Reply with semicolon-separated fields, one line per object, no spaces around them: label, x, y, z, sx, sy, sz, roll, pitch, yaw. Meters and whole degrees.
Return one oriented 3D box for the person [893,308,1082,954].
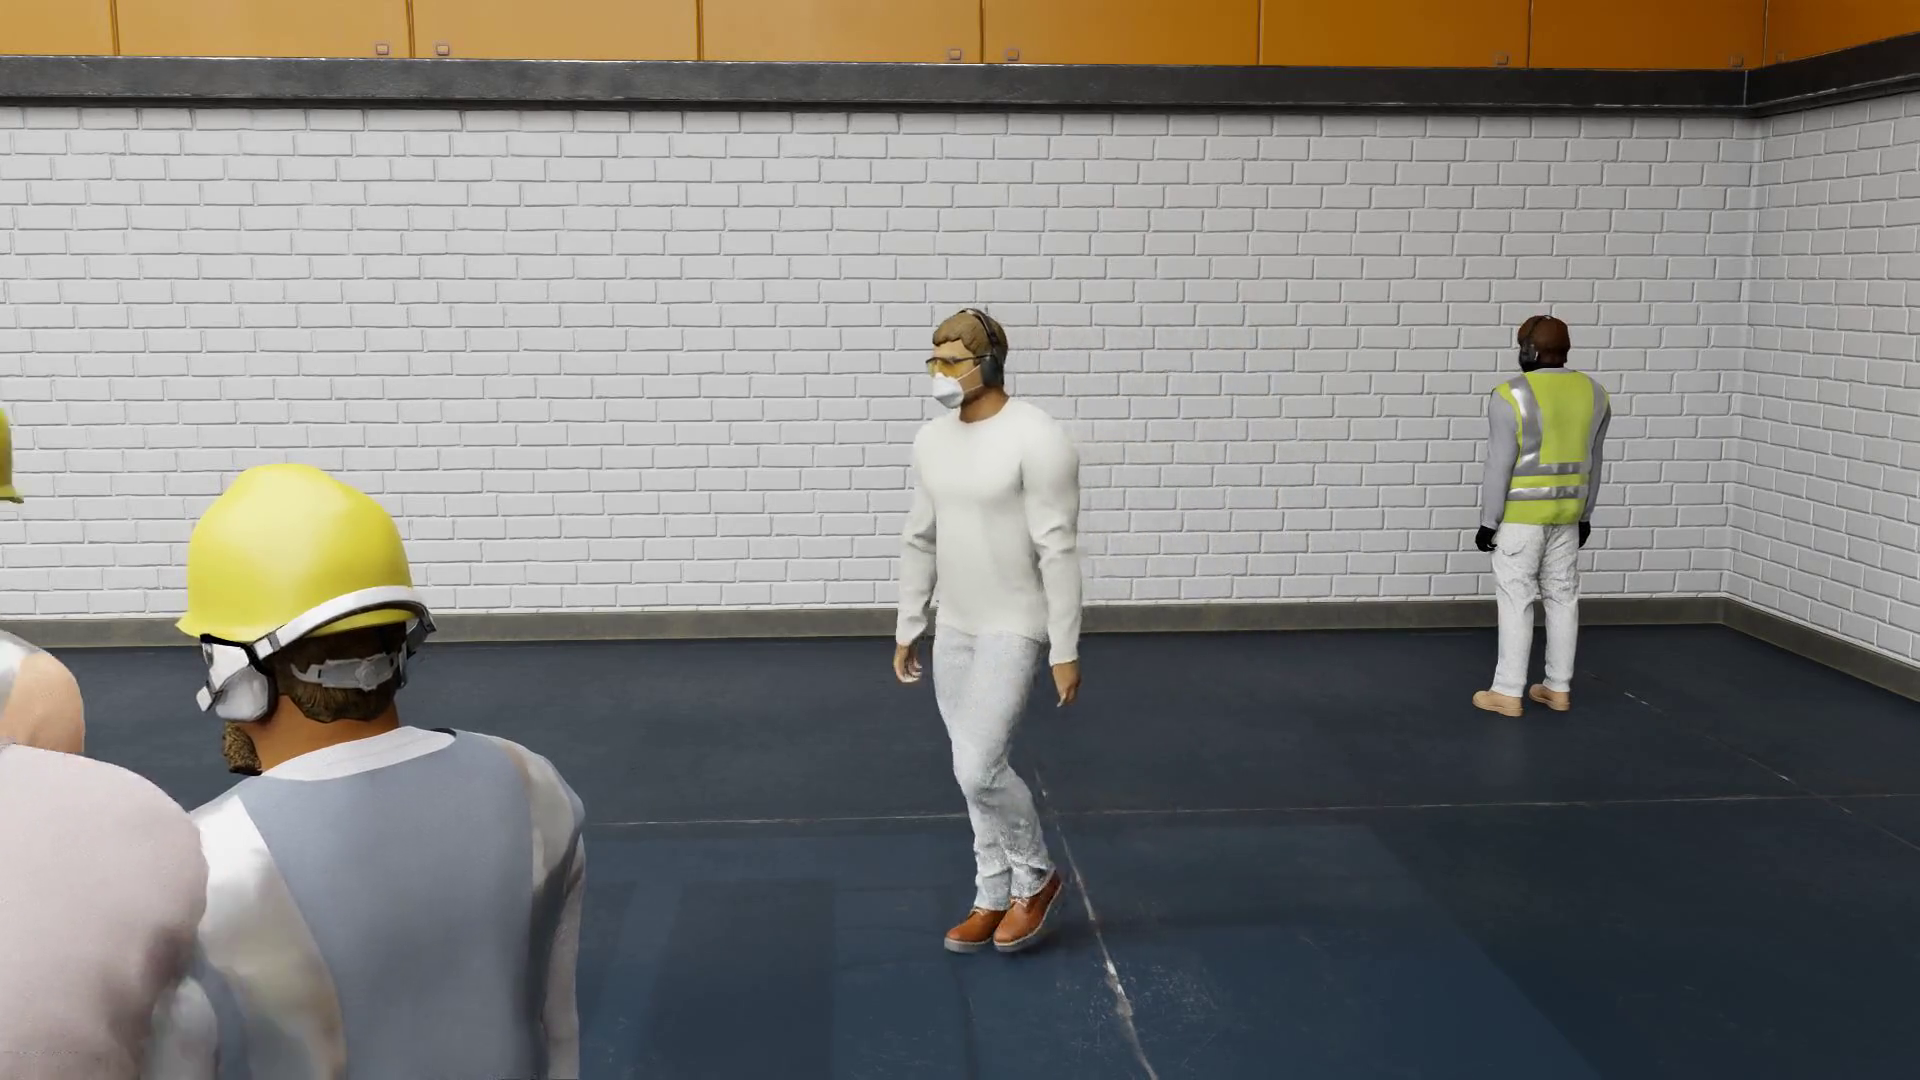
person;0.061;0.289;4.895;0.441;1.923;0.659;-7;12;-39

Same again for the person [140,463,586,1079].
person;-0.672;0.827;1.853;0.403;1.826;0.590;6;11;31

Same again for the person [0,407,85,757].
person;-1.489;0.714;2.301;0.627;1.898;0.500;0;9;0

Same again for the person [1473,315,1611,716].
person;2.649;-0.108;7.666;0.633;1.841;0.429;-3;10;-20

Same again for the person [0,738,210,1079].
person;-0.970;0.850;1.482;0.411;1.893;0.659;9;13;44
